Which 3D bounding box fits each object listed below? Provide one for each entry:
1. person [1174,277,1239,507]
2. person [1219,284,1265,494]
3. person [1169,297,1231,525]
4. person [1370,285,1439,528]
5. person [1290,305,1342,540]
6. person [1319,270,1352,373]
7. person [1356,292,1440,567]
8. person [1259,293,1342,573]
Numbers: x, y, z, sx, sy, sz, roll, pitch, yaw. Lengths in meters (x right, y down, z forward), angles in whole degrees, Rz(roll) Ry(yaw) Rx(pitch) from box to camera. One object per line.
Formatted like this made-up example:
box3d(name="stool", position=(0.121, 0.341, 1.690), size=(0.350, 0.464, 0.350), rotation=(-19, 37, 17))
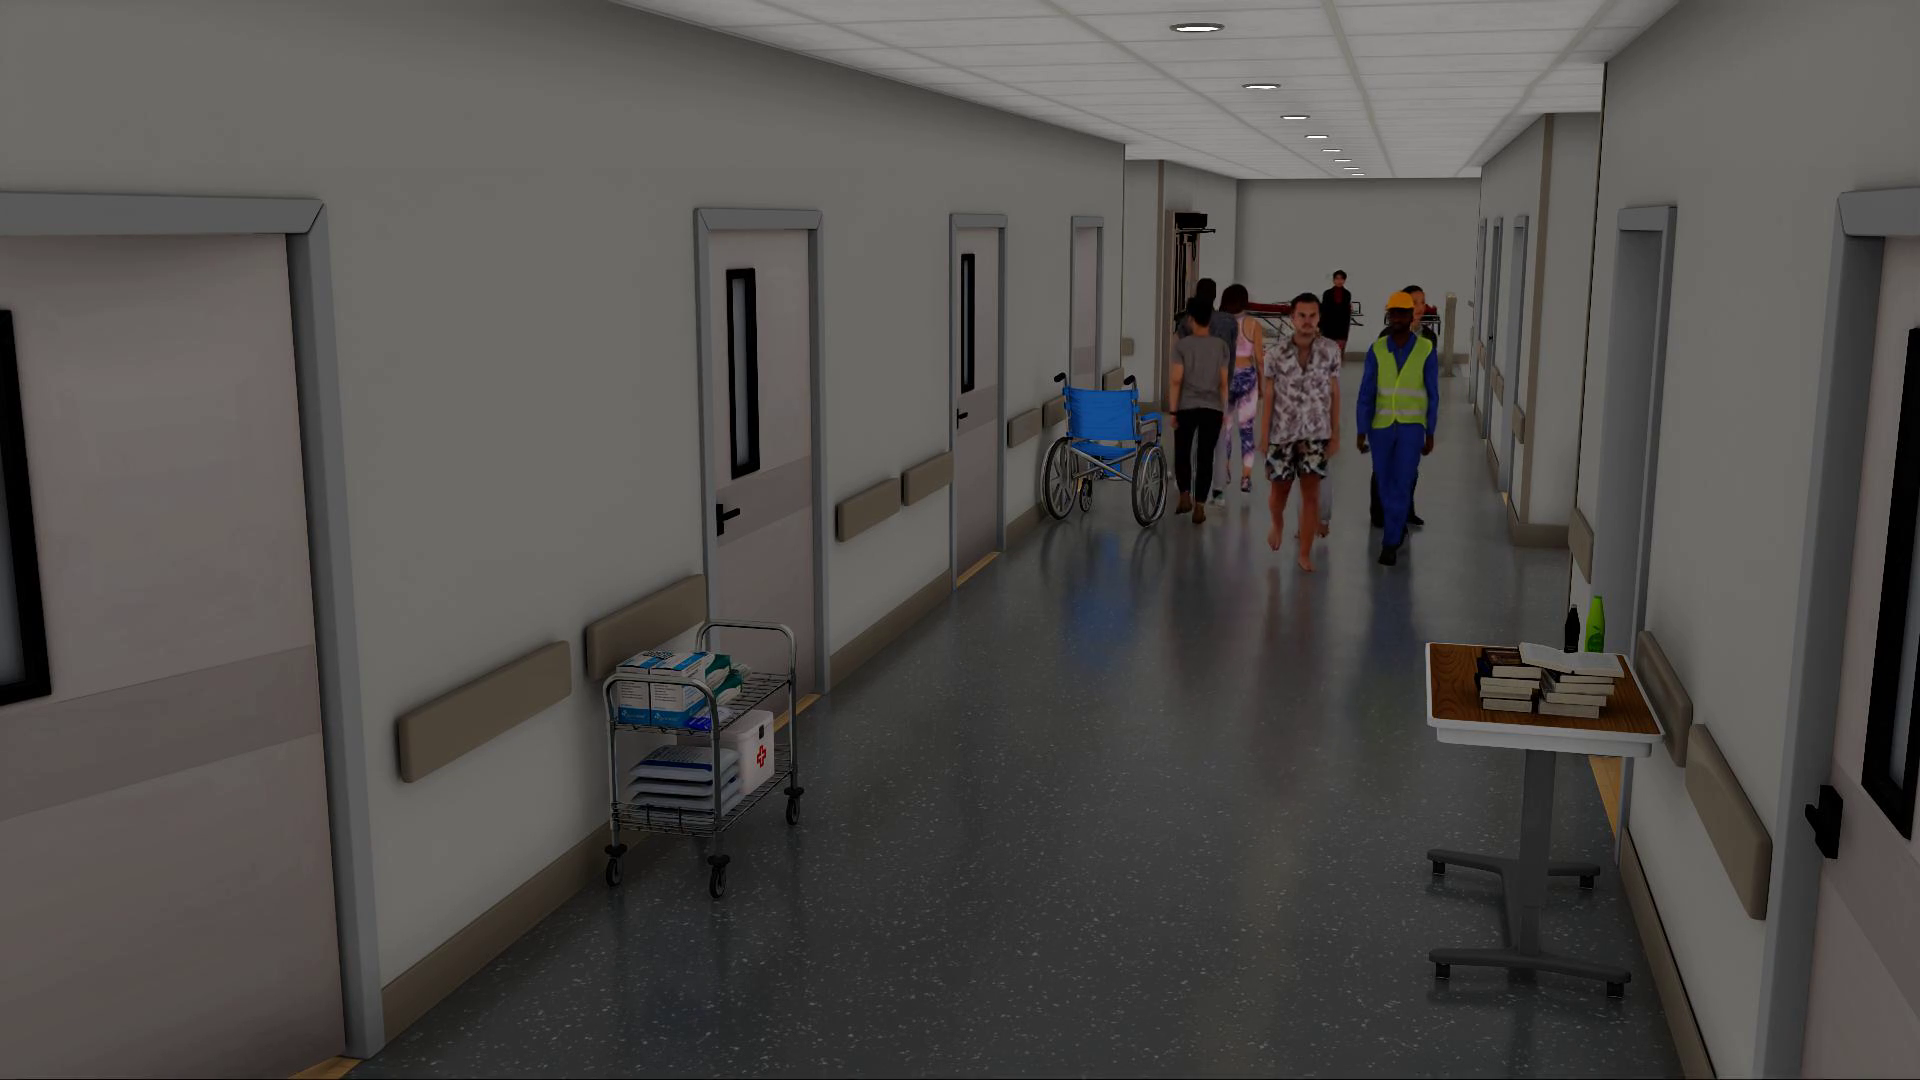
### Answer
box3d(name="person", position=(1.986, -1.128, 13.156), size=(0.976, 1.792, 1.270), rotation=(-1, 11, -6))
box3d(name="person", position=(2.314, -1.203, 13.771), size=(0.858, 1.710, 1.303), rotation=(0, 11, 1))
box3d(name="person", position=(1.807, -0.959, 12.531), size=(0.648, 1.694, 0.677), rotation=(2, 11, 8))
box3d(name="person", position=(3.310, -0.998, 12.458), size=(0.761, 1.798, 0.765), rotation=(-3, 11, -18))
box3d(name="person", position=(2.502, -0.864, 11.974), size=(0.688, 1.716, 0.691), rotation=(4, 12, 22))
box3d(name="person", position=(5.060, -2.812, 22.495), size=(0.628, 1.620, 0.967), rotation=(1, 11, 7))
box3d(name="person", position=(2.955, -0.741, 11.177), size=(0.804, 1.771, 1.234), rotation=(5, 12, 24))
box3d(name="person", position=(2.214, -0.711, 10.969), size=(0.788, 1.790, 0.994), rotation=(0, 11, 2))
